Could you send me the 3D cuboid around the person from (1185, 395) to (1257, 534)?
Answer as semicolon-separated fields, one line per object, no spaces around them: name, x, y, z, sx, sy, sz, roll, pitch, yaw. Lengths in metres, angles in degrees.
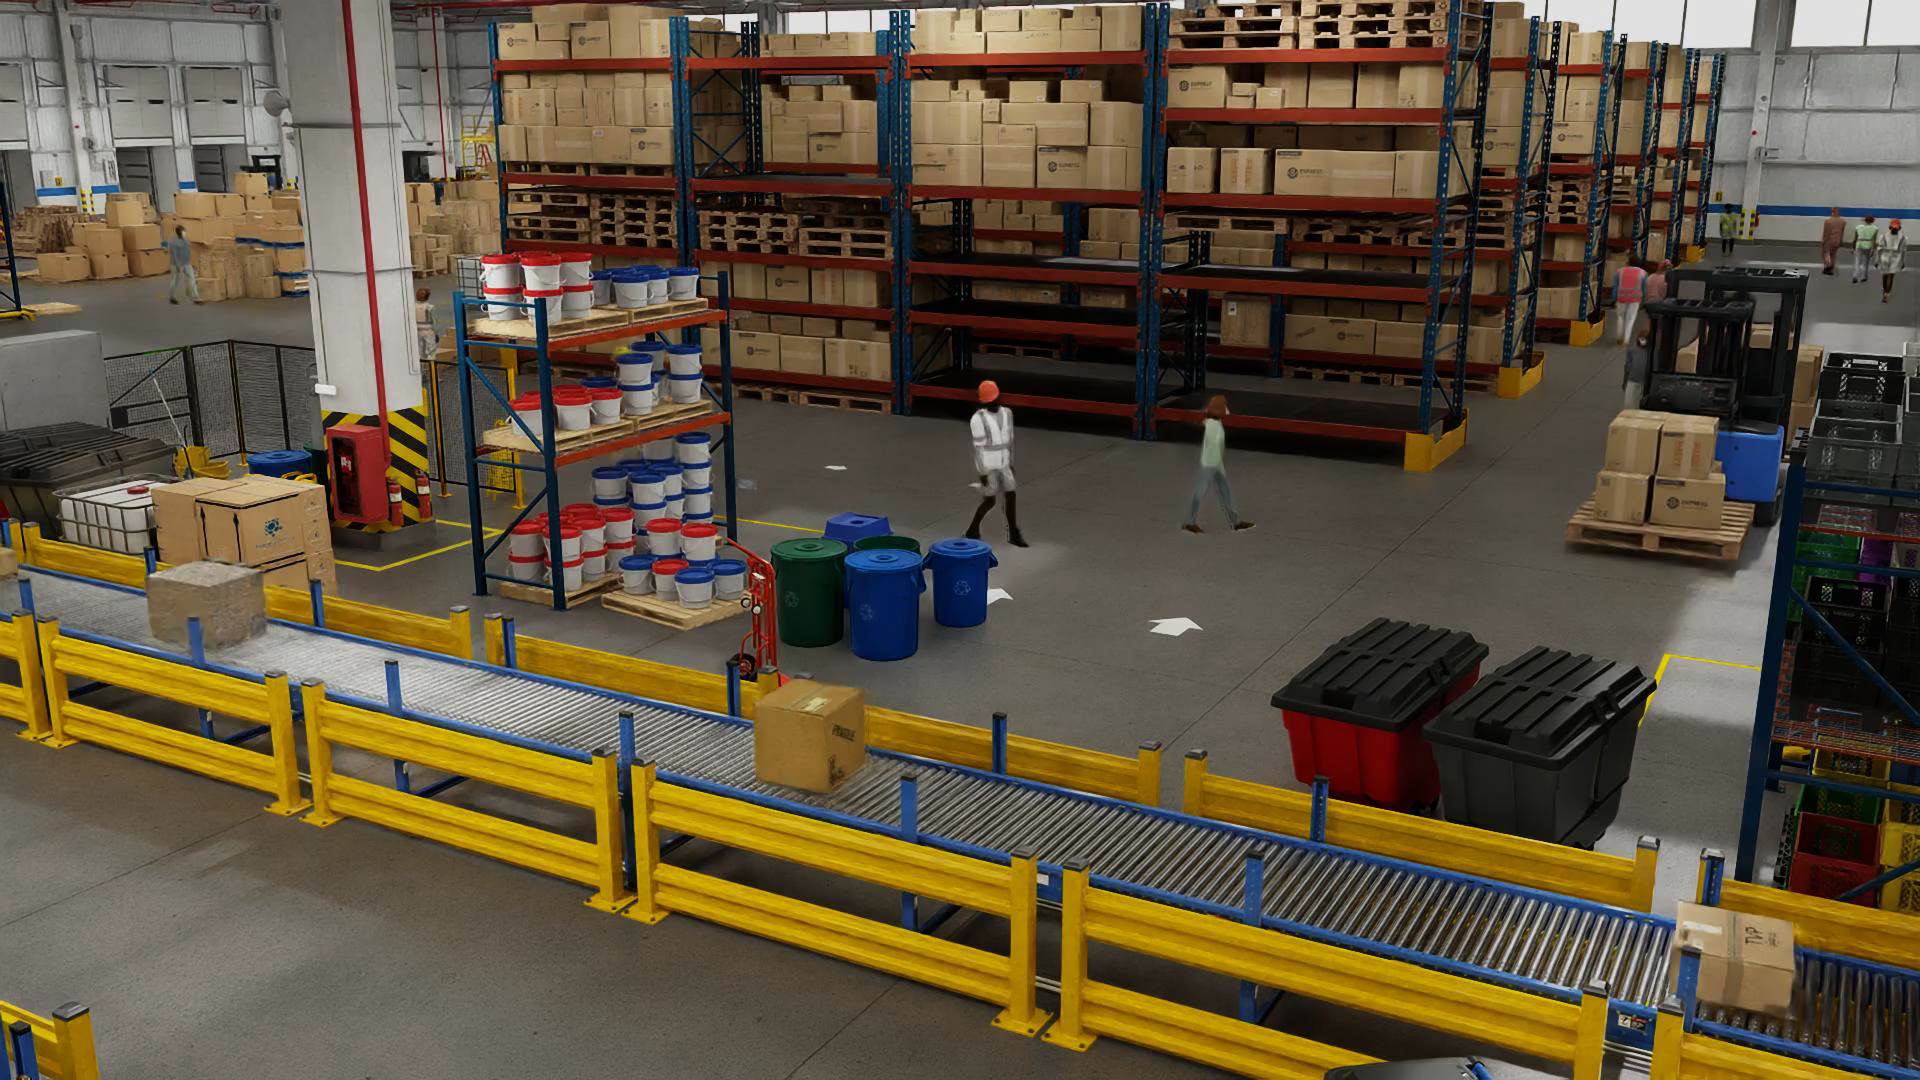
person;2.932;-0.825;18.669;0.839;1.596;0.507;6;16;21

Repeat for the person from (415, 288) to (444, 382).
person;-9.234;-3.535;28.764;0.522;1.639;0.309;5;16;20

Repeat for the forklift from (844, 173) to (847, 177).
forklift;-4.200;-11.419;56.027;1.129;2.768;1.873;8;17;28

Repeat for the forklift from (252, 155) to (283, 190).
forklift;-24.902;-12.492;60.060;1.873;2.768;1.129;13;20;40

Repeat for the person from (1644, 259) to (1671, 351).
person;13.101;-4.299;31.148;0.400;1.901;0.642;-6;16;-23

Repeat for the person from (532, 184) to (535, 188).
person;-16.920;-13.461;66.005;0.532;1.686;0.333;4;15;13

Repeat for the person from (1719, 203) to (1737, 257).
person;23.720;-9.573;51.411;0.564;1.656;0.460;2;15;6

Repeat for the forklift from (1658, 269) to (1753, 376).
forklift;8.863;-1.839;20.014;1.129;2.768;1.873;8;17;28

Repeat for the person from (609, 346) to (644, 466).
person;-4.267;-1.546;20.984;0.852;1.795;0.626;6;16;20

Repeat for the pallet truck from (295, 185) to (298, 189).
pallet truck;-26.804;-14.617;69.738;1.885;1.965;0.823;-14;20;-42

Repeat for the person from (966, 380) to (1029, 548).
person;0.358;-0.831;18.140;0.599;1.889;0.608;-13;20;-40

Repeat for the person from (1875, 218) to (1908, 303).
person;22.562;-6.791;40.315;0.617;2.002;1.039;10;18;33

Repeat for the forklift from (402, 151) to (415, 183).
forklift;-21.377;-13.658;64.445;1.873;2.768;1.129;0;15;1

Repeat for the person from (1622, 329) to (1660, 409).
person;9.745;-2.225;23.892;0.528;1.594;0.811;11;18;36

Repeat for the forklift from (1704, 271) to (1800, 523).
forklift;9.269;-1.763;19.726;1.129;2.768;1.873;8;17;27

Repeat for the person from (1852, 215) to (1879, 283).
person;24.129;-7.773;44.393;0.588;1.806;0.932;10;18;34

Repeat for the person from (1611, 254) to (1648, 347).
person;13.335;-4.759;33.034;0.664;1.809;0.851;9;17;31

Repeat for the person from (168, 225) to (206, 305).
person;-18.507;-6.516;39.533;0.965;1.902;0.653;6;16;22

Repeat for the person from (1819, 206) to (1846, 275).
person;24.264;-8.325;46.300;0.639;1.888;0.421;0;15;-1
